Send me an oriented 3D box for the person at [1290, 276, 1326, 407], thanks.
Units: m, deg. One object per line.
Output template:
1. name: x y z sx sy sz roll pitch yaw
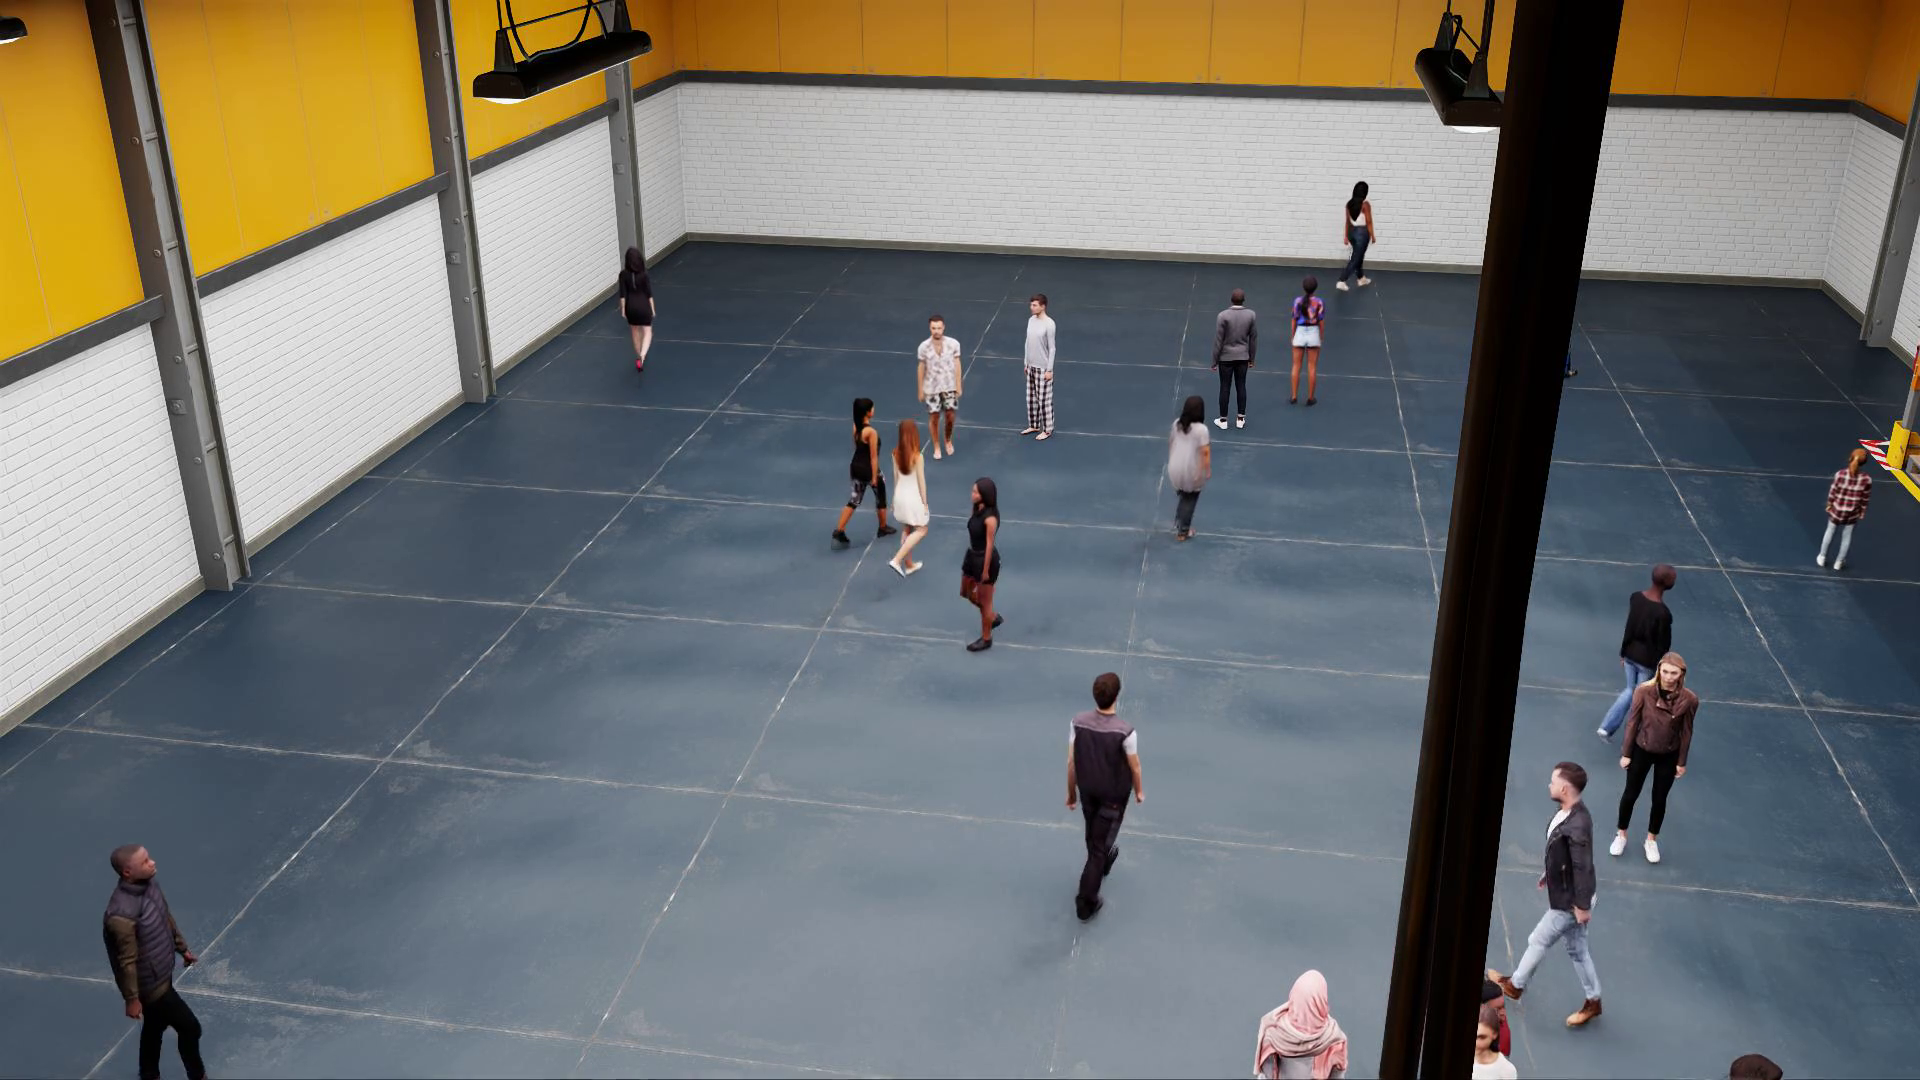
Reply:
1. person: 4.579 -2.640 21.991 0.607 1.745 0.535 6 24 14

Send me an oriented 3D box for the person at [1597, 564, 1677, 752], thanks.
1. person: 5.546 1.005 13.658 0.880 1.739 0.847 -9 25 -21

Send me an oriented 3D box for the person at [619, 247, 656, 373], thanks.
1. person: -4.471 -3.132 23.062 0.689 1.787 0.979 0 24 1

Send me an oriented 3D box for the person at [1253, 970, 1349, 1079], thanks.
1. person: 1.812 3.054 8.891 0.661 1.804 0.631 7 25 16

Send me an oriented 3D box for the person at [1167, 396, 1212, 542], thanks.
1. person: 2.402 -0.757 17.876 0.767 1.590 0.810 21 31 39

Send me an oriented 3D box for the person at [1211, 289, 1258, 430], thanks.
1. person: 3.486 -2.302 21.126 0.775 1.818 0.684 -2 24 -4

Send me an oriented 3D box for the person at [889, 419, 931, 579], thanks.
1. person: -0.565 -0.377 16.872 0.796 1.699 0.934 18 30 36

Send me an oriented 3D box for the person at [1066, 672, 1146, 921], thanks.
1. person: 0.954 1.834 11.667 0.897 1.817 1.143 15 27 30

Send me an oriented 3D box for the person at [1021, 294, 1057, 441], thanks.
1. person: 1.003 -2.184 20.818 0.751 1.847 0.708 -18 29 -35

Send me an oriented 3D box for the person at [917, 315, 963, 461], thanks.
1. person: -0.247 -1.894 20.210 0.757 1.804 0.721 -1 24 -3

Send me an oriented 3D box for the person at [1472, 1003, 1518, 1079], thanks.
1. person: 2.664 3.149 8.819 0.644 1.688 0.609 10 25 21

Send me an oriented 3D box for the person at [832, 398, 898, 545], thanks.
1. person: -1.075 -0.712 17.724 1.121 1.629 1.002 -20 31 -38

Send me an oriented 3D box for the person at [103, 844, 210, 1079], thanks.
1. person: -4.889 2.615 9.879 0.934 1.817 0.894 -4 24 -10

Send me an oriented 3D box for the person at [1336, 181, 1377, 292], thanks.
1. person: 6.464 -4.923 27.178 1.147 1.773 1.163 -12 26 -26

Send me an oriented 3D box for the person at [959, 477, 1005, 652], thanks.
1. person: 0.292 0.216 15.473 0.819 1.732 0.750 -9 25 -20

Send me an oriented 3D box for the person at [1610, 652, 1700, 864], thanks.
1. person: 5.164 1.593 12.356 0.640 1.704 0.552 9 25 19

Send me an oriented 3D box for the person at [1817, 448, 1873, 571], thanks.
1. person: 9.182 -0.321 17.245 0.583 1.296 0.578 13 27 27

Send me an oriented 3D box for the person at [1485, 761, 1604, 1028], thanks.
1. person: 3.967 2.318 10.603 0.924 1.781 1.012 6 24 14
